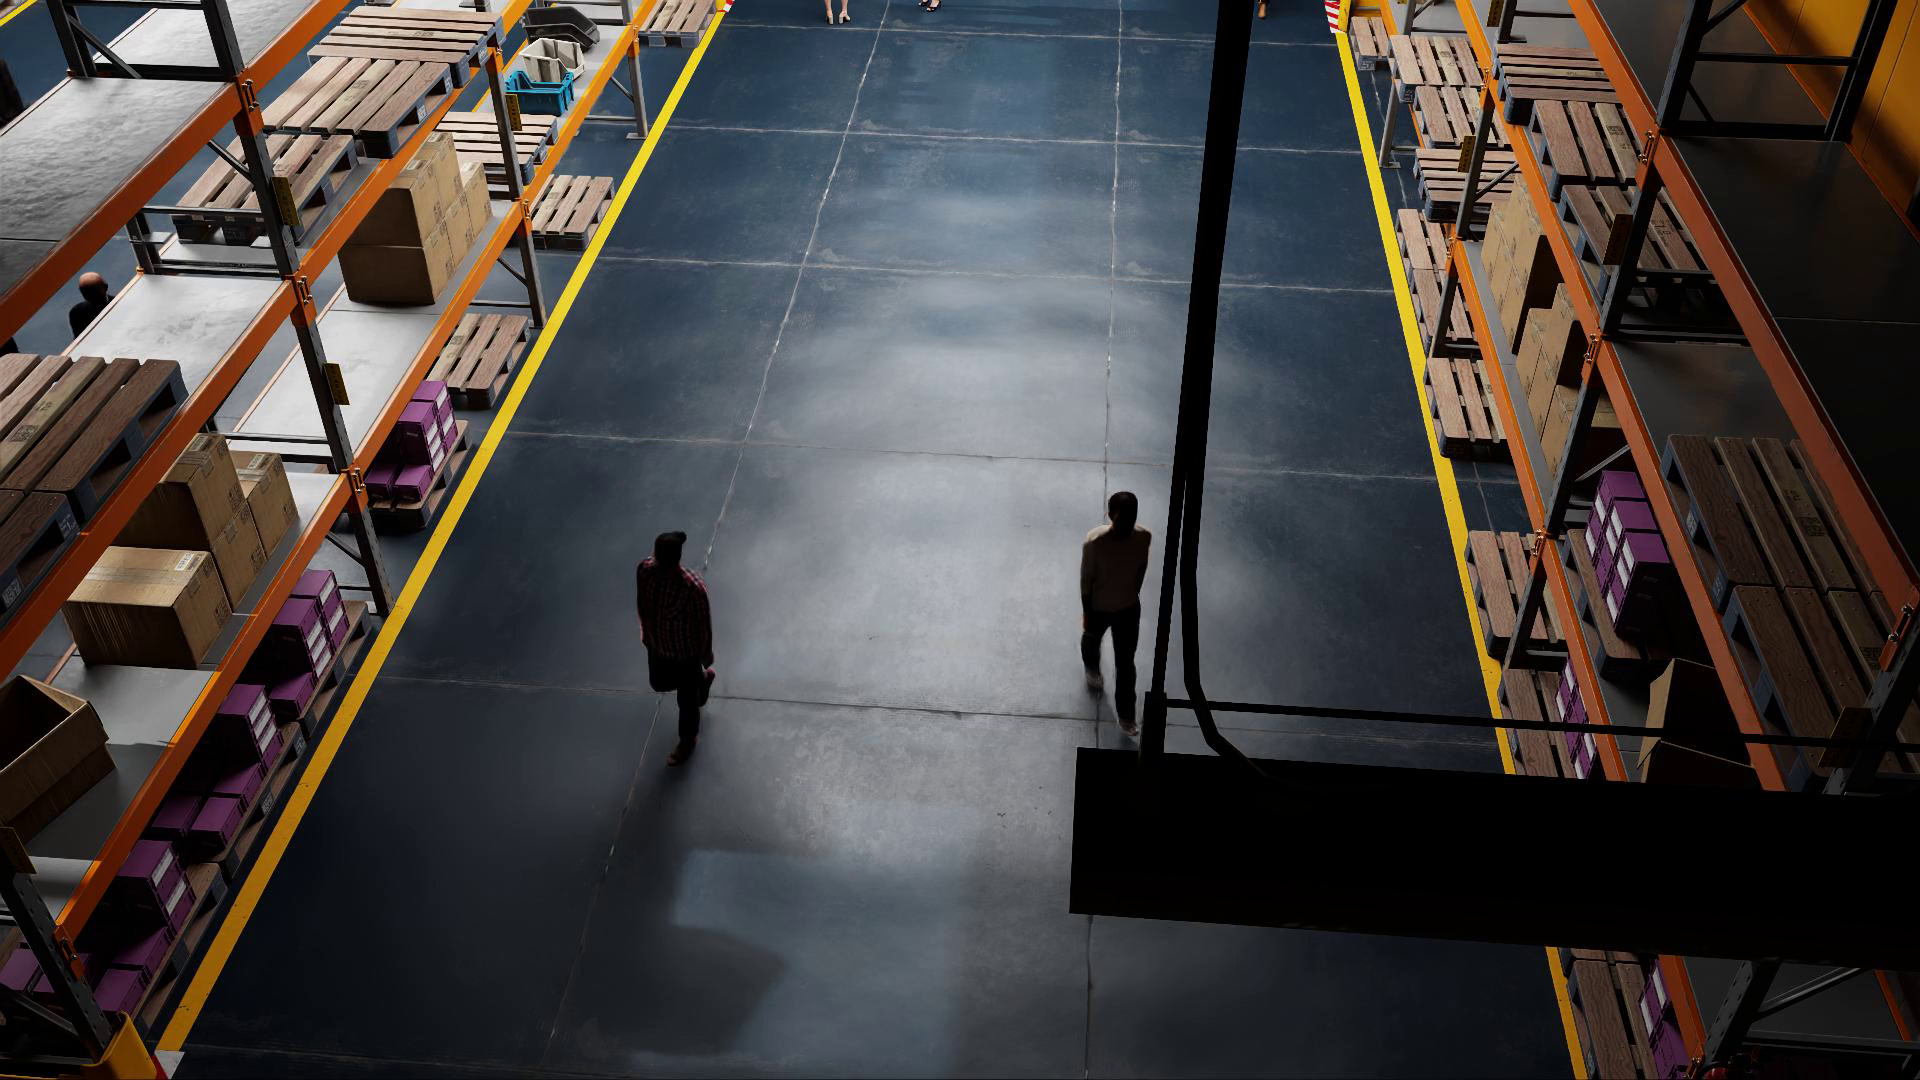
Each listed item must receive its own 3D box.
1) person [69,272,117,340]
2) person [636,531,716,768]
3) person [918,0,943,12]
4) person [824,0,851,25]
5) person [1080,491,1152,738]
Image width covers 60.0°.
[{"bbox_3d":[-6.557,-1.313,13.029,0.768,1.797,0.738,-12,40,-15],"label":"person"},{"bbox_3d":[-1.785,0.613,10.658,0.916,1.747,1.048,19,42,23],"label":"person"},{"bbox_3d":[-0.394,-7.534,20.837,0.856,1.774,0.776,-18,42,-21],"label":"person"},{"bbox_3d":[-1.564,-7.265,20.501,0.633,1.774,0.615,4,39,5],"label":"person"},{"bbox_3d":[0.957,0.359,10.961,0.887,1.765,1.206,-8,39,-10],"label":"person"}]
